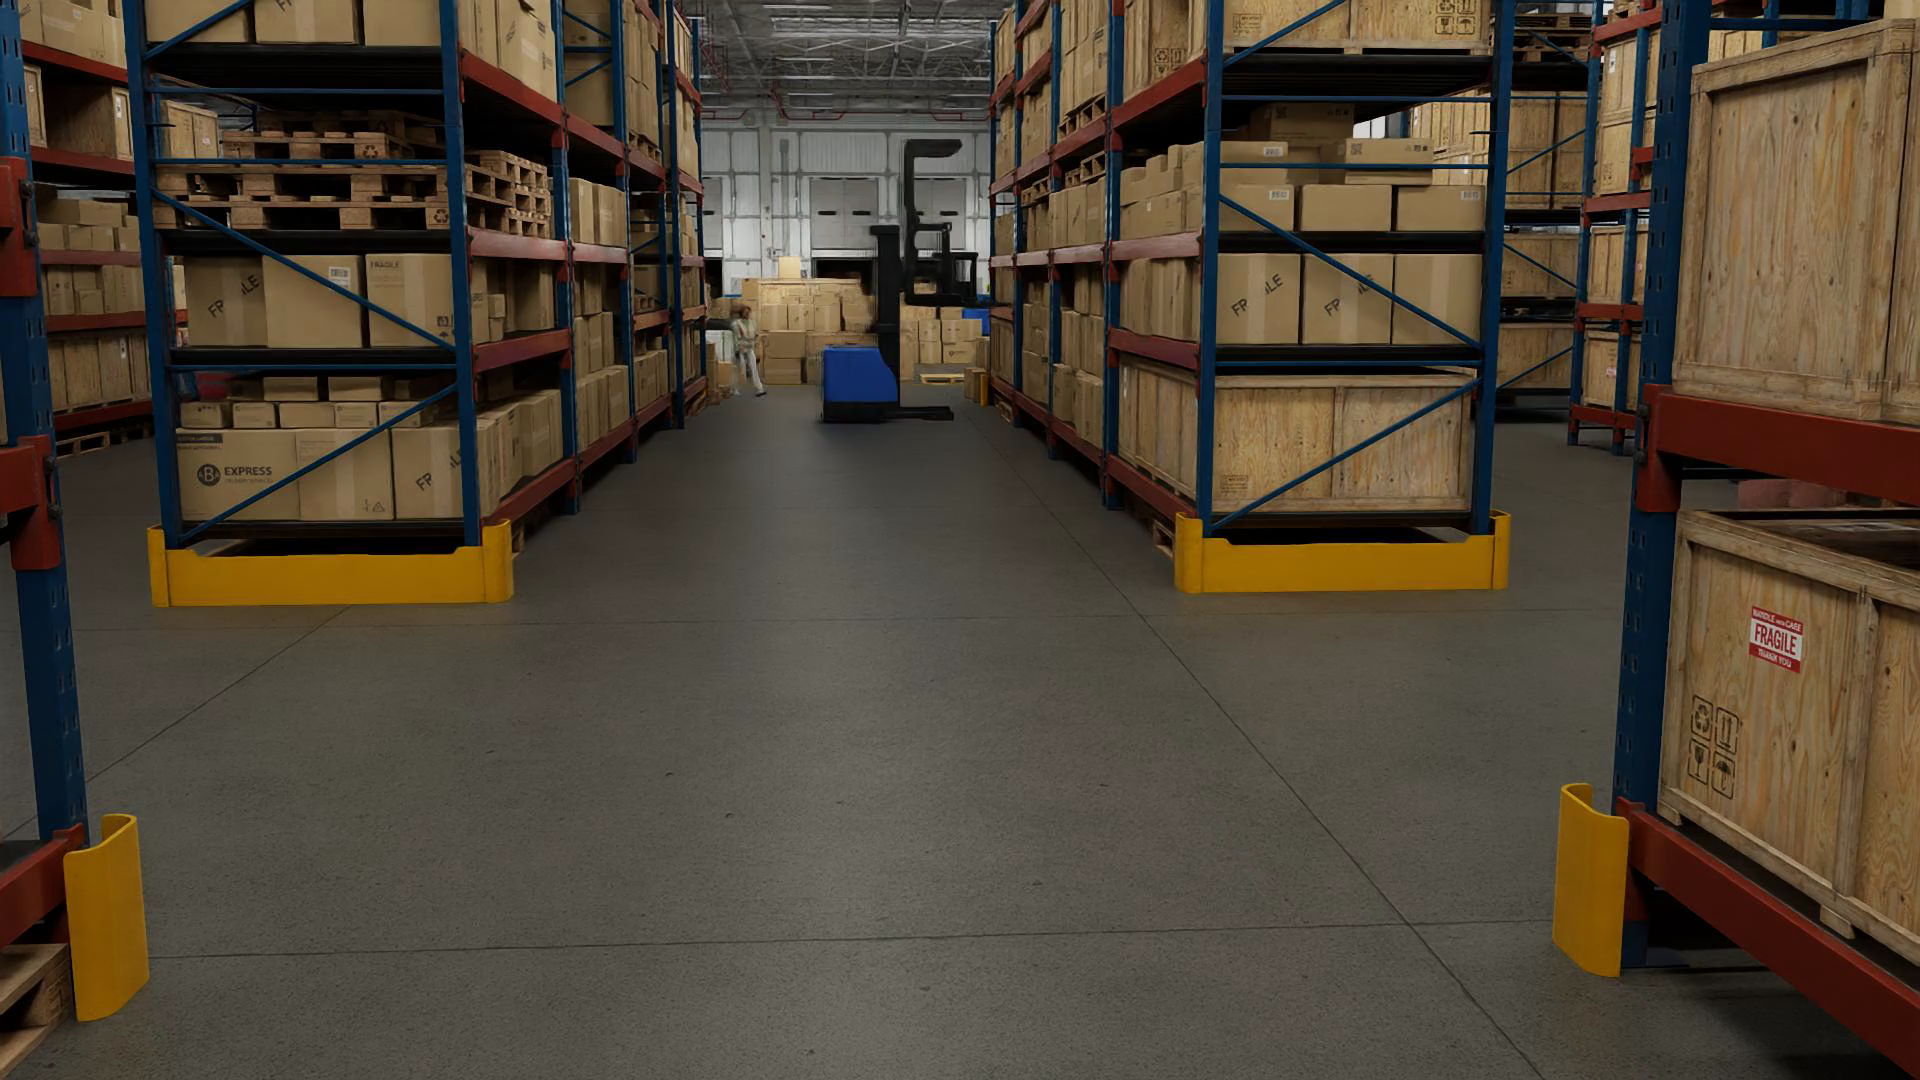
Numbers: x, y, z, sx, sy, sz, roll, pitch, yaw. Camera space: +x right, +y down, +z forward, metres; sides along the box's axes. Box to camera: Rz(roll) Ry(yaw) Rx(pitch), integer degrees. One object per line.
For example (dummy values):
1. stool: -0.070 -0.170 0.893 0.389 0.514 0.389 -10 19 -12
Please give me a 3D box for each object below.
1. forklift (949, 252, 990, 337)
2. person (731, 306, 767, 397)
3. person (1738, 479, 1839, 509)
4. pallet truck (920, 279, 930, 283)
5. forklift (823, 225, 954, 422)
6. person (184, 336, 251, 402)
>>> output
1. forklift: 0.093 -7.478 51.288 1.129 2.768 1.873 -5 11 -30
2. person: -3.744 -3.289 29.023 0.528 1.580 0.878 -8 12 -41
3. person: 3.644 -0.021 7.562 0.689 1.883 0.680 1 9 3
4. pallet truck: -0.932 -8.922 63.114 1.885 1.965 0.823 2 9 13
5. forklift: -1.055 -3.148 24.094 1.873 2.768 1.129 -1 9 -4
6. person: -7.621 -1.519 17.156 0.655 1.827 0.444 0 9 1
